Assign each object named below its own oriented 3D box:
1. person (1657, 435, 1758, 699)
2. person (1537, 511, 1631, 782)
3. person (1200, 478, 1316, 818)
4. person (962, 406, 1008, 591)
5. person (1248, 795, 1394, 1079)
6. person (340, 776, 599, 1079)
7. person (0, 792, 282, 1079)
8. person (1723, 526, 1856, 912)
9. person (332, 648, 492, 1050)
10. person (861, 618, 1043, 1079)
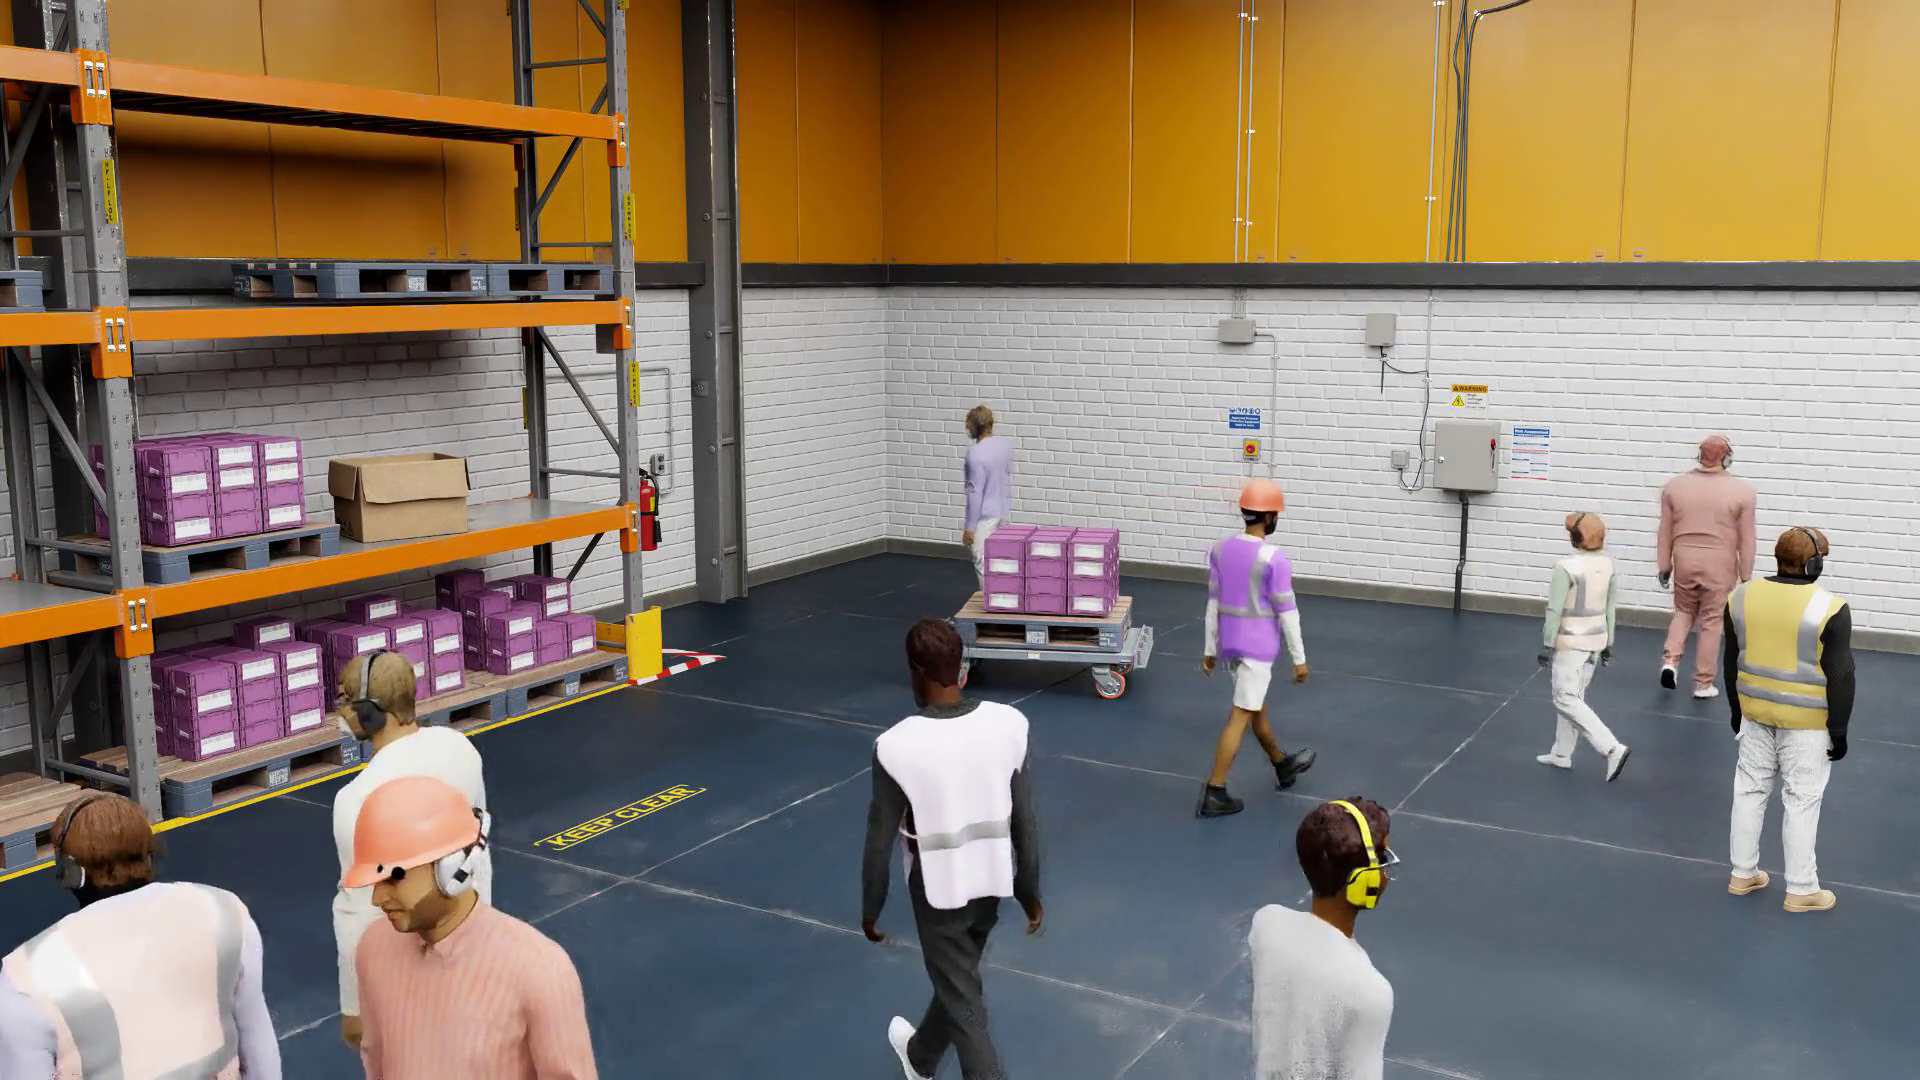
[{"bbox_3d":[5.327,0.197,11.856,0.642,1.896,0.417,9,13,44],"label":"person"},{"bbox_3d":[3.754,0.639,9.930,0.511,1.623,0.667,-6,11,-32],"label":"person"},{"bbox_3d":[1.725,0.590,9.423,1.017,1.878,0.560,-6,11,-31],"label":"person"},{"bbox_3d":[0.227,-0.170,14.106,0.341,1.922,0.698,4,10,24],"label":"person"},{"bbox_3d":[0.809,1.494,3.982,0.954,1.829,0.535,-5,10,-29],"label":"person"},{"bbox_3d":[-1.037,1.452,3.816,0.669,1.960,0.692,4,10,24],"label":"person"},{"bbox_3d":[-1.958,1.501,4.069,0.963,1.795,0.635,6,11,31],"label":"person"},{"bbox_3d":[3.965,0.847,7.960,0.429,1.844,0.626,-6,11,-32],"label":"person"},{"bbox_3d":[-1.671,1.269,5.055,0.465,1.922,0.655,2,9,14],"label":"person"},{"bbox_3d":[-0.065,1.188,5.760,0.610,1.857,1.019,-6,11,-32],"label":"person"}]
